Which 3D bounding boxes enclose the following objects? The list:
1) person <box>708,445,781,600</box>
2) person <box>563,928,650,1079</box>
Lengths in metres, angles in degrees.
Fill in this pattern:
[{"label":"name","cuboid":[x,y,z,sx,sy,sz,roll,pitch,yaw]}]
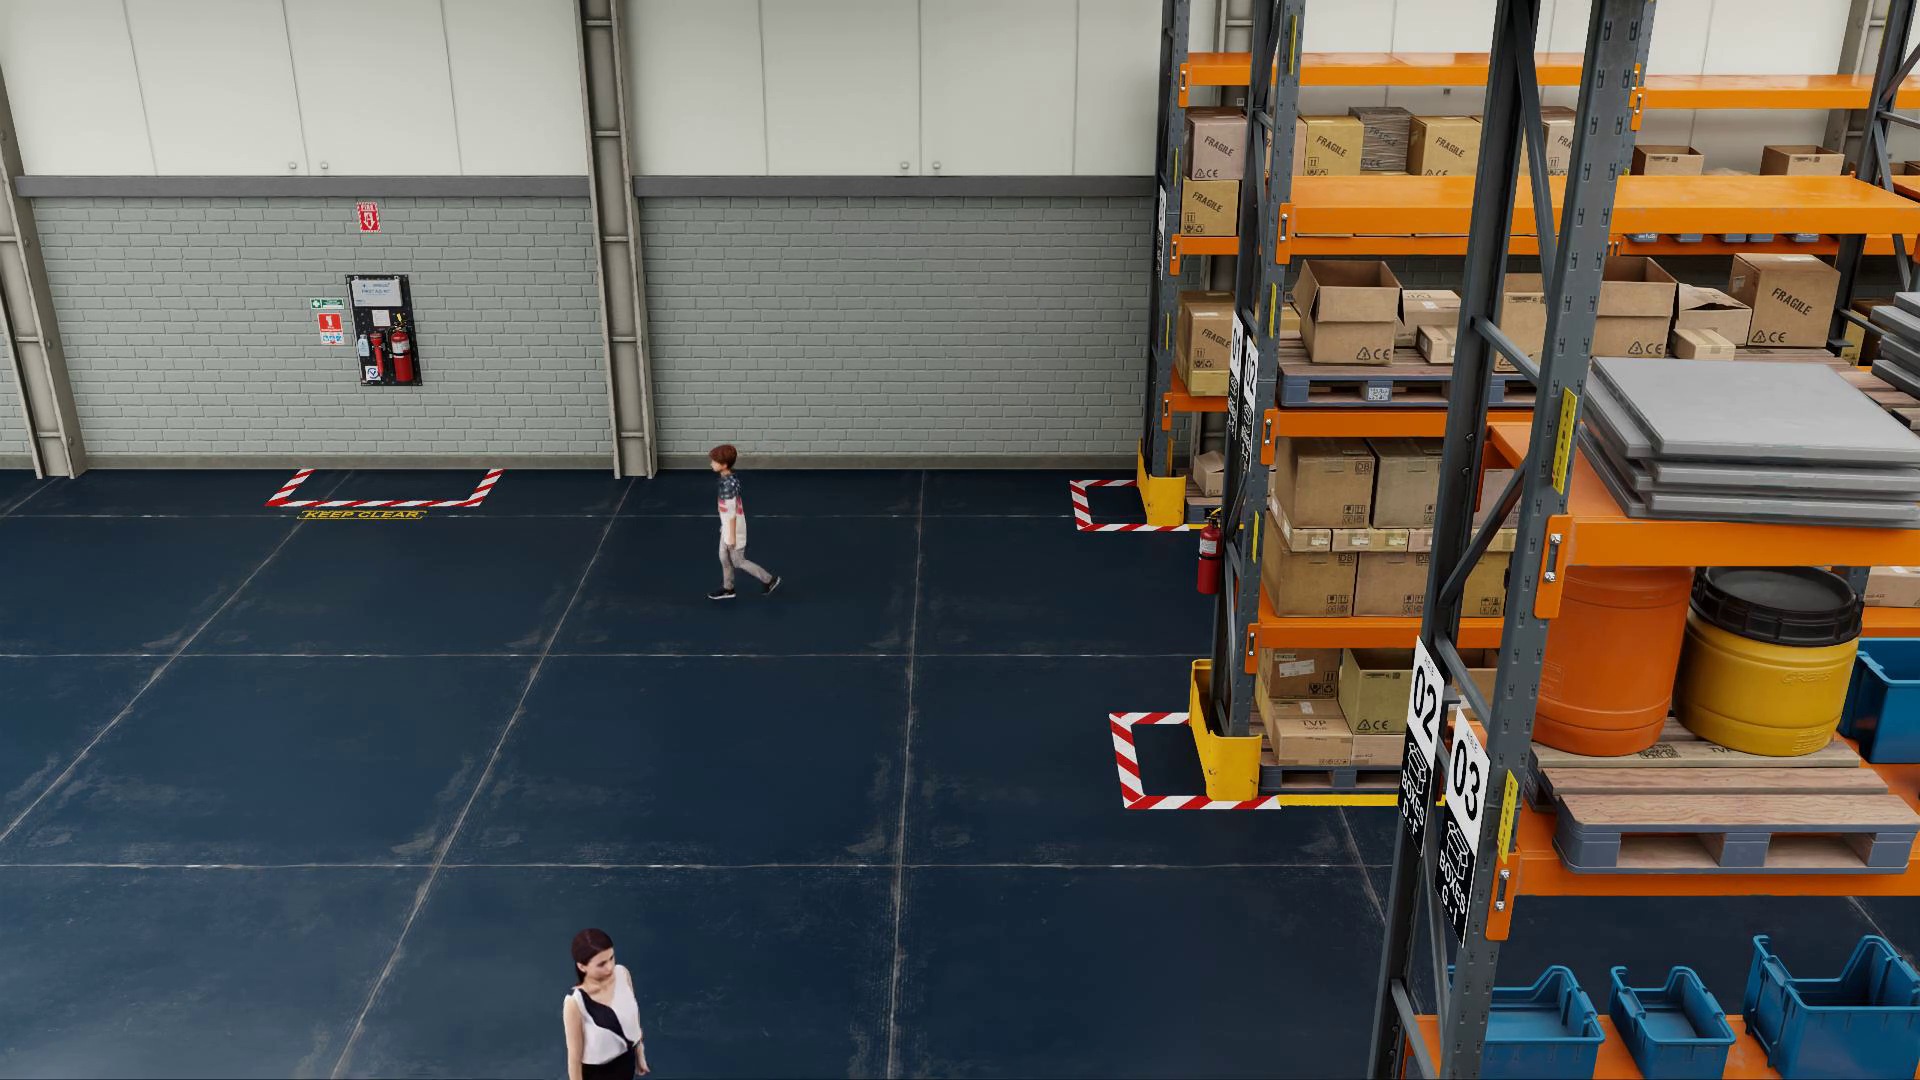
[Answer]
[{"label":"person","cuboid":[-1.880,-0.131,14.237,0.877,1.420,0.613,-3,23,-6]},{"label":"person","cuboid":[-1.708,2.500,7.807,1.129,1.611,0.907,12,26,26]}]
